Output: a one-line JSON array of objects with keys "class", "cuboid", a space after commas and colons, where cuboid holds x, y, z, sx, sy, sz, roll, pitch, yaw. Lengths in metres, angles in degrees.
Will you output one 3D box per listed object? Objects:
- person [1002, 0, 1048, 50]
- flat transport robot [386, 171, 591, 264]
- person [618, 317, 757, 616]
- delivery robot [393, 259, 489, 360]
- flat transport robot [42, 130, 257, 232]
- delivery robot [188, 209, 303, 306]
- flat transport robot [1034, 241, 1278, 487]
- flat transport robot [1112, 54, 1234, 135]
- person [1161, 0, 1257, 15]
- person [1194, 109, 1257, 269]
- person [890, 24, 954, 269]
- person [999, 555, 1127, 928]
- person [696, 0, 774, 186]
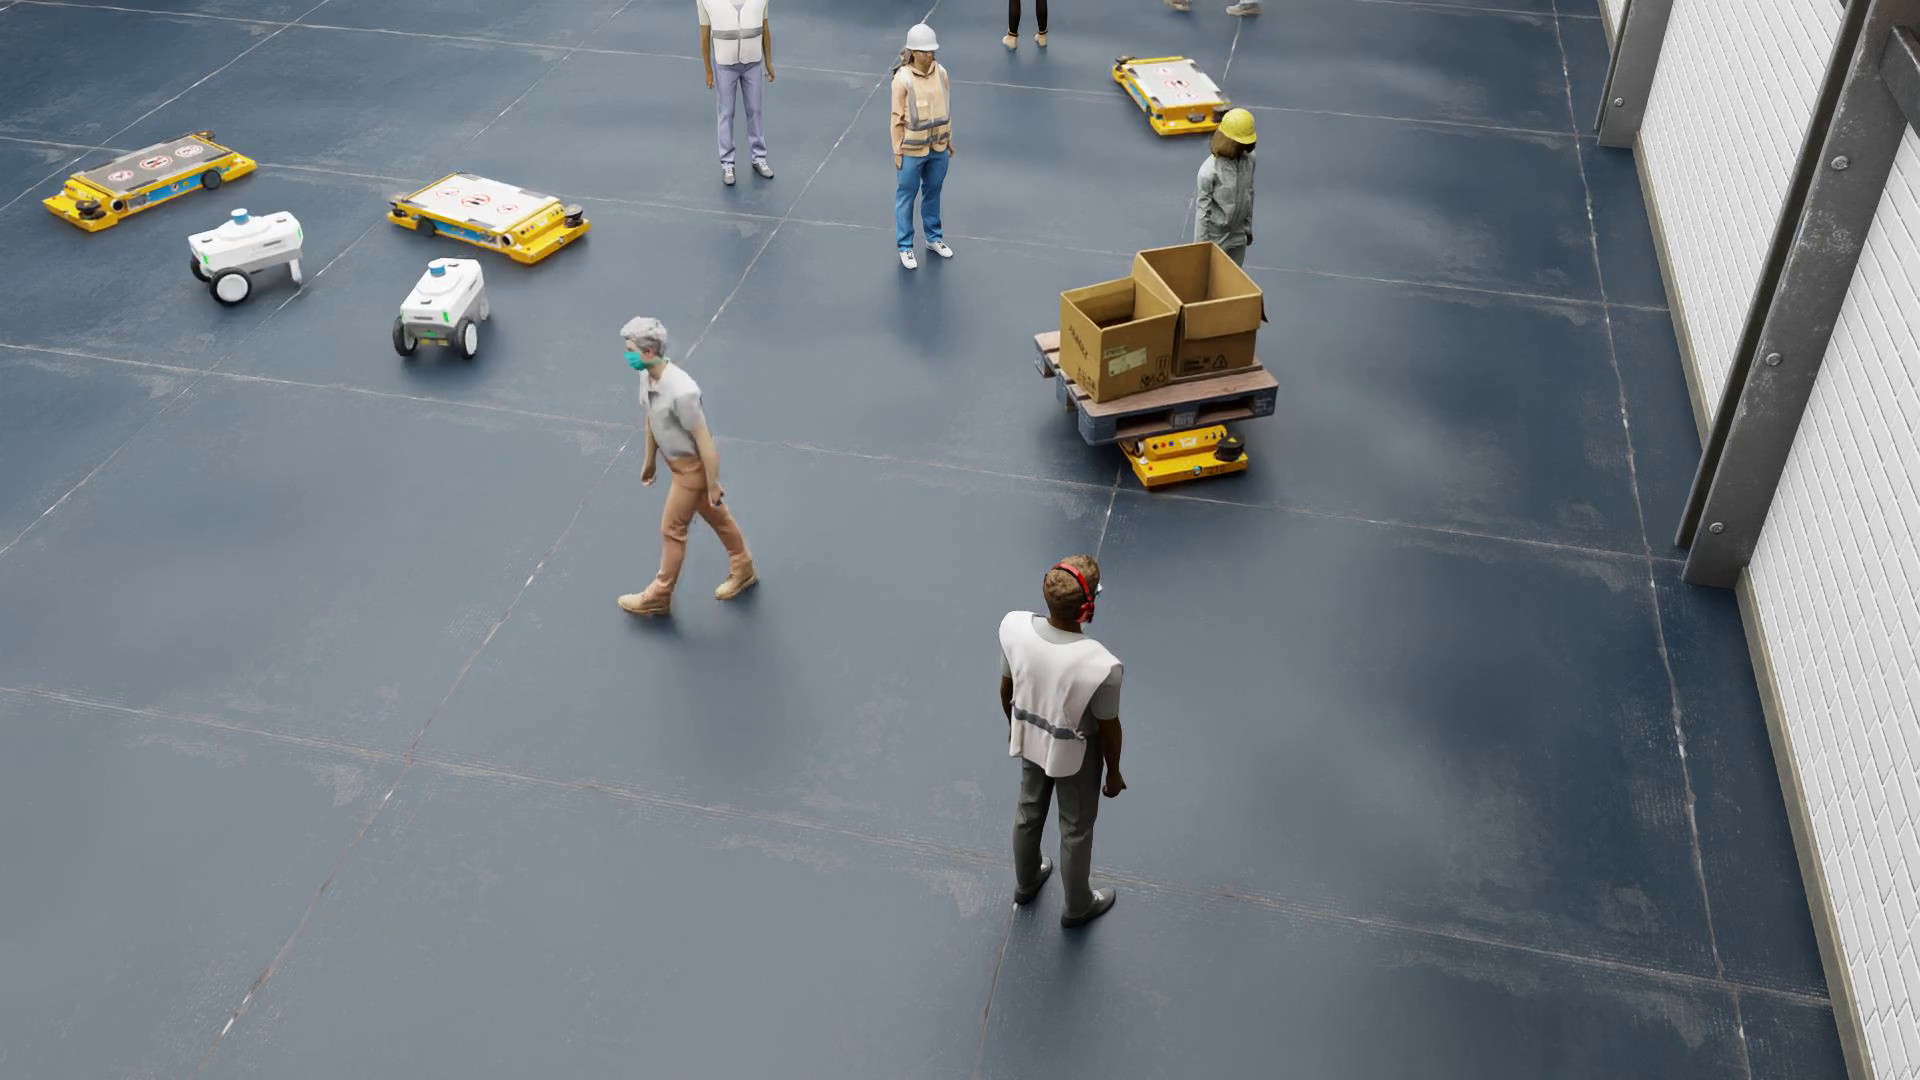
[{"class": "person", "cuboid": [0.613, -5.337, 15.174, 0.532, 1.691, 0.322, -7, 37, -9]}, {"class": "flat transport robot", "cuboid": [-3.547, -2.431, 12.472, 1.431, 0.231, 0.659, 19, 41, 23]}, {"class": "person", "cuboid": [-1.462, -0.352, 8.497, 0.824, 1.692, 0.507, -17, 40, -21]}, {"class": "delivery robot", "cuboid": [-3.437, -1.559, 11.075, 0.499, 0.604, 0.808, 4, 37, 5]}, {"class": "flat transport robot", "cuboid": [-6.319, -2.816, 12.987, 0.659, 0.231, 1.431, 24, 43, 29]}, {"class": "delivery robot", "cuboid": [-5.023, -2.012, 11.689, 0.786, 0.614, 0.514, -24, 43, -29]}, {"class": "flat transport robot", "cuboid": [1.198, -0.835, 10.336, 0.659, 0.231, 1.431, -10, 38, -14]}, {"class": "flat transport robot", "cuboid": [1.838, -3.879, 14.409, 0.659, 0.231, 1.431, -7, 37, -10]}, {"class": "person", "cuboid": [2.468, -5.916, 15.825, 0.976, 1.832, 0.589, -1, 37, -1]}, {"class": "person", "cuboid": [1.686, -1.920, 10.569, 0.489, 1.730, 0.321, -28, 45, -32]}, {"class": "person", "cuboid": [-0.280, -2.786, 11.725, 0.488, 1.732, 0.361, -22, 42, -27]}, {"class": "person", "cuboid": [0.402, 0.849, 6.764, 0.563, 1.847, 0.389, 25, 43, 29]}, {"class": "person", "cuboid": [-1.709, -3.672, 12.820, 0.564, 1.840, 0.391, -15, 39, -19]}]
